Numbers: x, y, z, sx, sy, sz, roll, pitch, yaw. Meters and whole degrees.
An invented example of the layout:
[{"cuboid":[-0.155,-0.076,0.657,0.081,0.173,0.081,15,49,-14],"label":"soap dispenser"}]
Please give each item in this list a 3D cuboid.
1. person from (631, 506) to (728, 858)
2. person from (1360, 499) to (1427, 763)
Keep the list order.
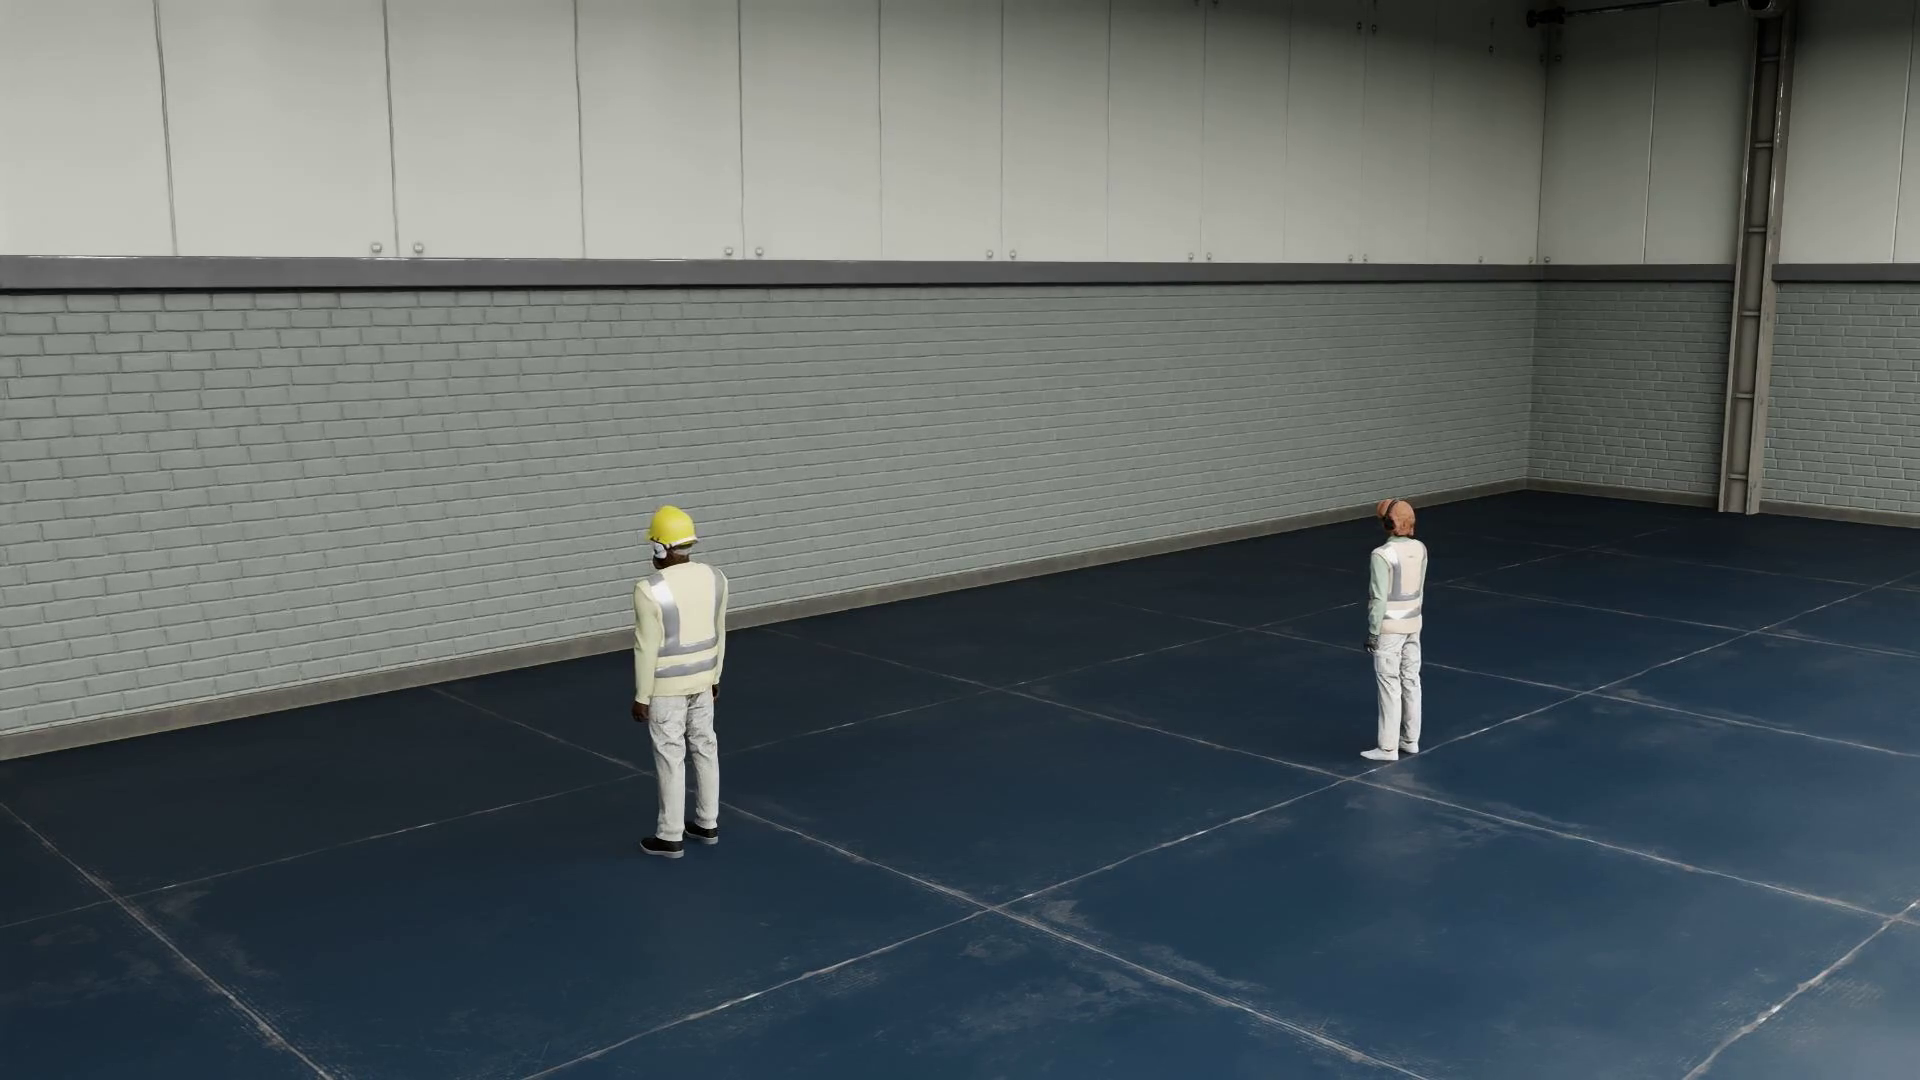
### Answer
[{"cuboid":[-1.475,0.731,8.668,0.404,1.837,0.588,7,12,38],"label":"person"},{"cuboid":[2.698,0.562,10.324,0.518,1.639,0.312,-8,12,-40],"label":"person"}]
